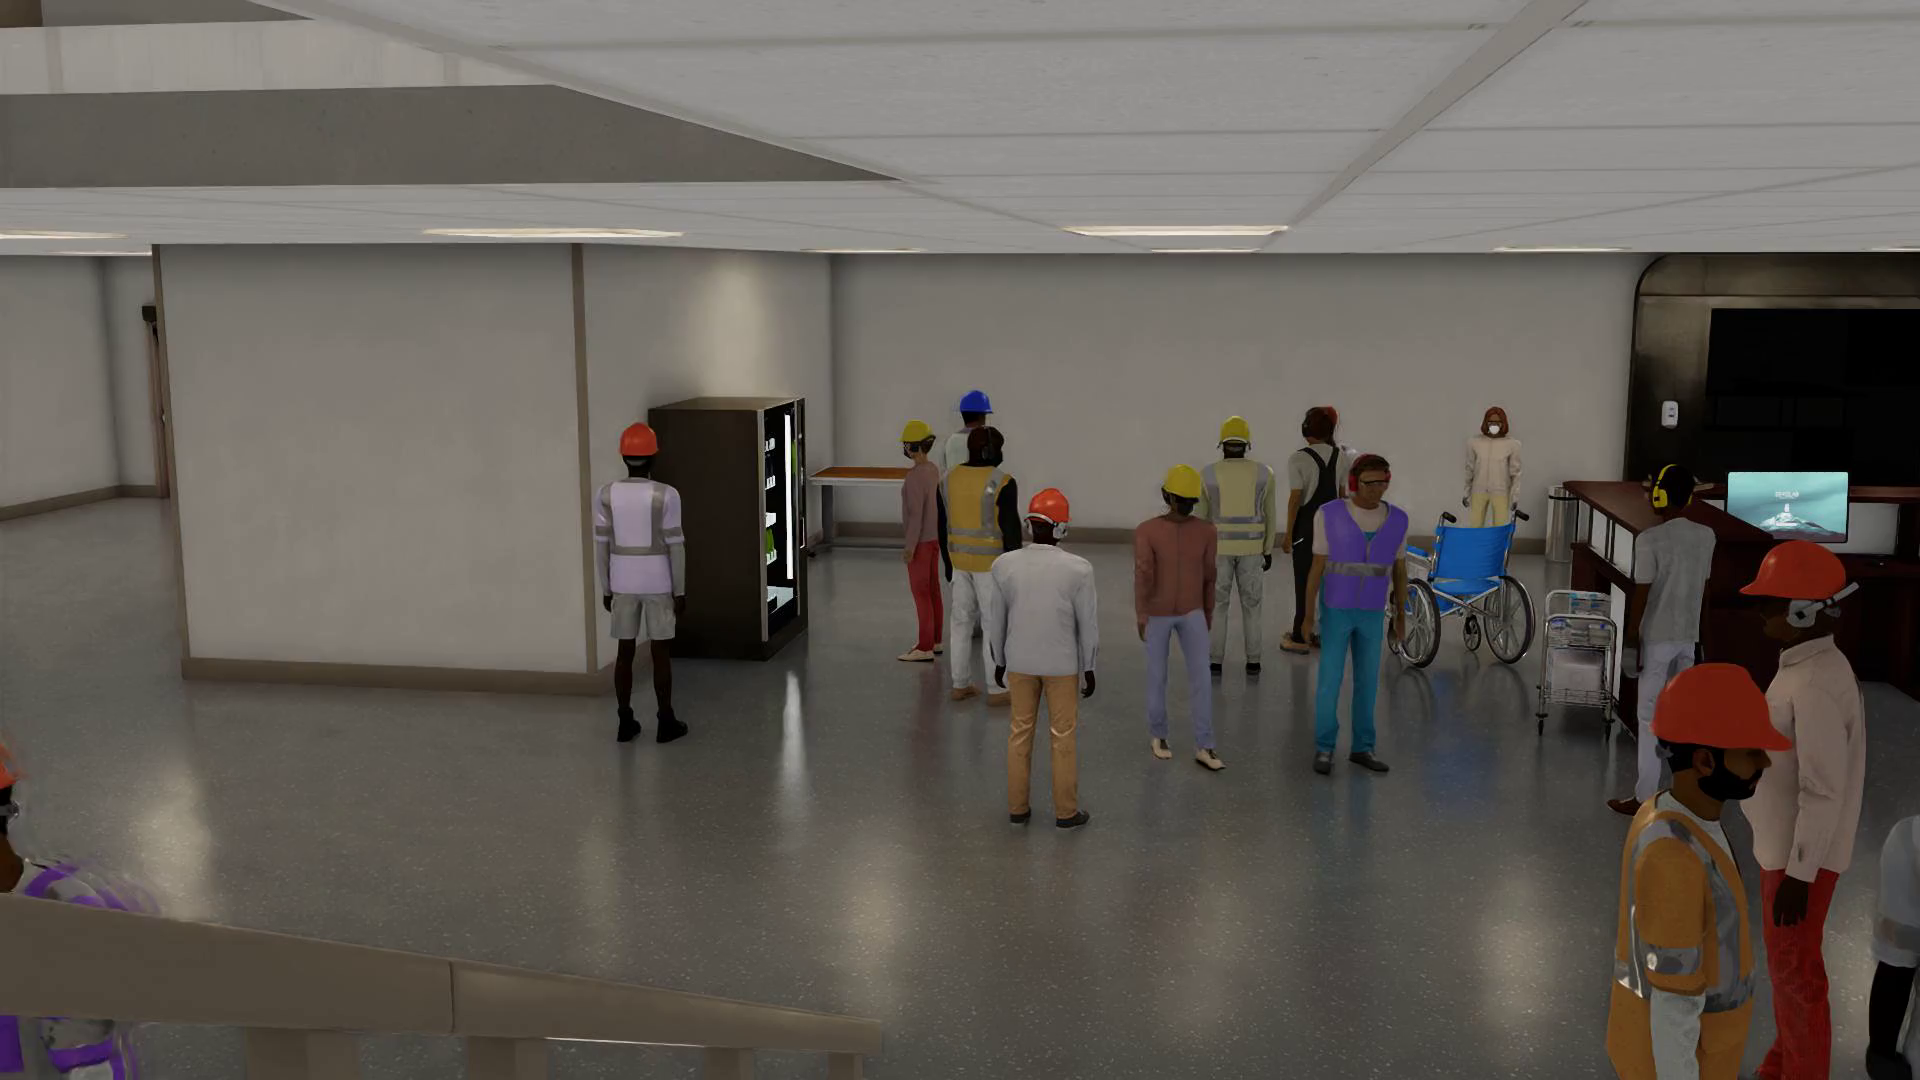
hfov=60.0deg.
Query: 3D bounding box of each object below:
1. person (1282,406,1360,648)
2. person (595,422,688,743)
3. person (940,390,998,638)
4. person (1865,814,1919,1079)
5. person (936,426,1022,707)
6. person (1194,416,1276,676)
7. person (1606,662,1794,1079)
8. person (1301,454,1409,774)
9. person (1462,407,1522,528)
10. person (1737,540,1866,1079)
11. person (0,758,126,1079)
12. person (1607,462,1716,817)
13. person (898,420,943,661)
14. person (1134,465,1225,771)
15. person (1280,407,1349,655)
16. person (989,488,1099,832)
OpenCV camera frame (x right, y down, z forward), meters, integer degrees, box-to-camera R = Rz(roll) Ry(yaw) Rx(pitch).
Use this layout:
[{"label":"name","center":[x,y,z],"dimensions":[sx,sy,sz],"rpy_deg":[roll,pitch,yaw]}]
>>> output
[{"label":"person","center":[2.824,-0.114,12.692],"dimensions":[0.936,1.831,0.584],"rpy_deg":[-4,10,-22]},{"label":"person","center":[-1.907,0.262,10.041],"dimensions":[0.550,1.937,0.366],"rpy_deg":[1,9,9]},{"label":"person","center":[0.129,-0.185,12.790],"dimensions":[0.524,1.933,0.644],"rpy_deg":[-8,12,-42]},{"label":"person","center":[2.401,1.266,3.818],"dimensions":[0.609,1.954,0.387],"rpy_deg":[6,11,33]},{"label":"person","center":[0.149,0.171,10.917],"dimensions":[0.626,1.839,0.430],"rpy_deg":[7,12,37]},{"label":"person","center":[1.920,0.046,11.693],"dimensions":[0.587,1.835,0.404],"rpy_deg":[0,9,1]},{"label":"person","center":[1.738,1.243,3.988],"dimensions":[0.353,1.941,0.543],"rpy_deg":[4,10,22]},{"label":"person","center":[2.229,0.415,9.434],"dimensions":[0.654,1.833,0.410],"rpy_deg":[-1,9,-9]},{"label":"person","center":[4.827,-0.401,15.112],"dimensions":[0.504,1.627,0.285],"rpy_deg":[5,10,28]},{"label":"person","center":[2.685,0.987,5.394],"dimensions":[0.396,1.992,0.623],"rpy_deg":[4,10,23]},{"label":"person","center":[-1.988,1.330,3.564],"dimensions":[0.598,1.908,0.435],"rpy_deg":[3,10,16]},{"label":"person","center":[3.656,0.531,8.630],"dimensions":[0.508,1.862,0.326],"rpy_deg":[-4,10,-21]},{"label":"person","center":[-0.303,0.004,12.160],"dimensions":[0.318,1.767,0.534],"rpy_deg":[3,10,17]},{"label":"person","center":[1.254,0.450,9.493],"dimensions":[0.537,1.741,0.735],"rpy_deg":[-1,9,-9]},{"label":"person","center":[2.626,-0.068,12.356],"dimensions":[0.508,1.846,0.345],"rpy_deg":[-4,10,-23]},{"label":"person","center":[0.437,0.605,8.493],"dimensions":[0.573,1.749,0.343],"rpy_deg":[3,10,20]}]
